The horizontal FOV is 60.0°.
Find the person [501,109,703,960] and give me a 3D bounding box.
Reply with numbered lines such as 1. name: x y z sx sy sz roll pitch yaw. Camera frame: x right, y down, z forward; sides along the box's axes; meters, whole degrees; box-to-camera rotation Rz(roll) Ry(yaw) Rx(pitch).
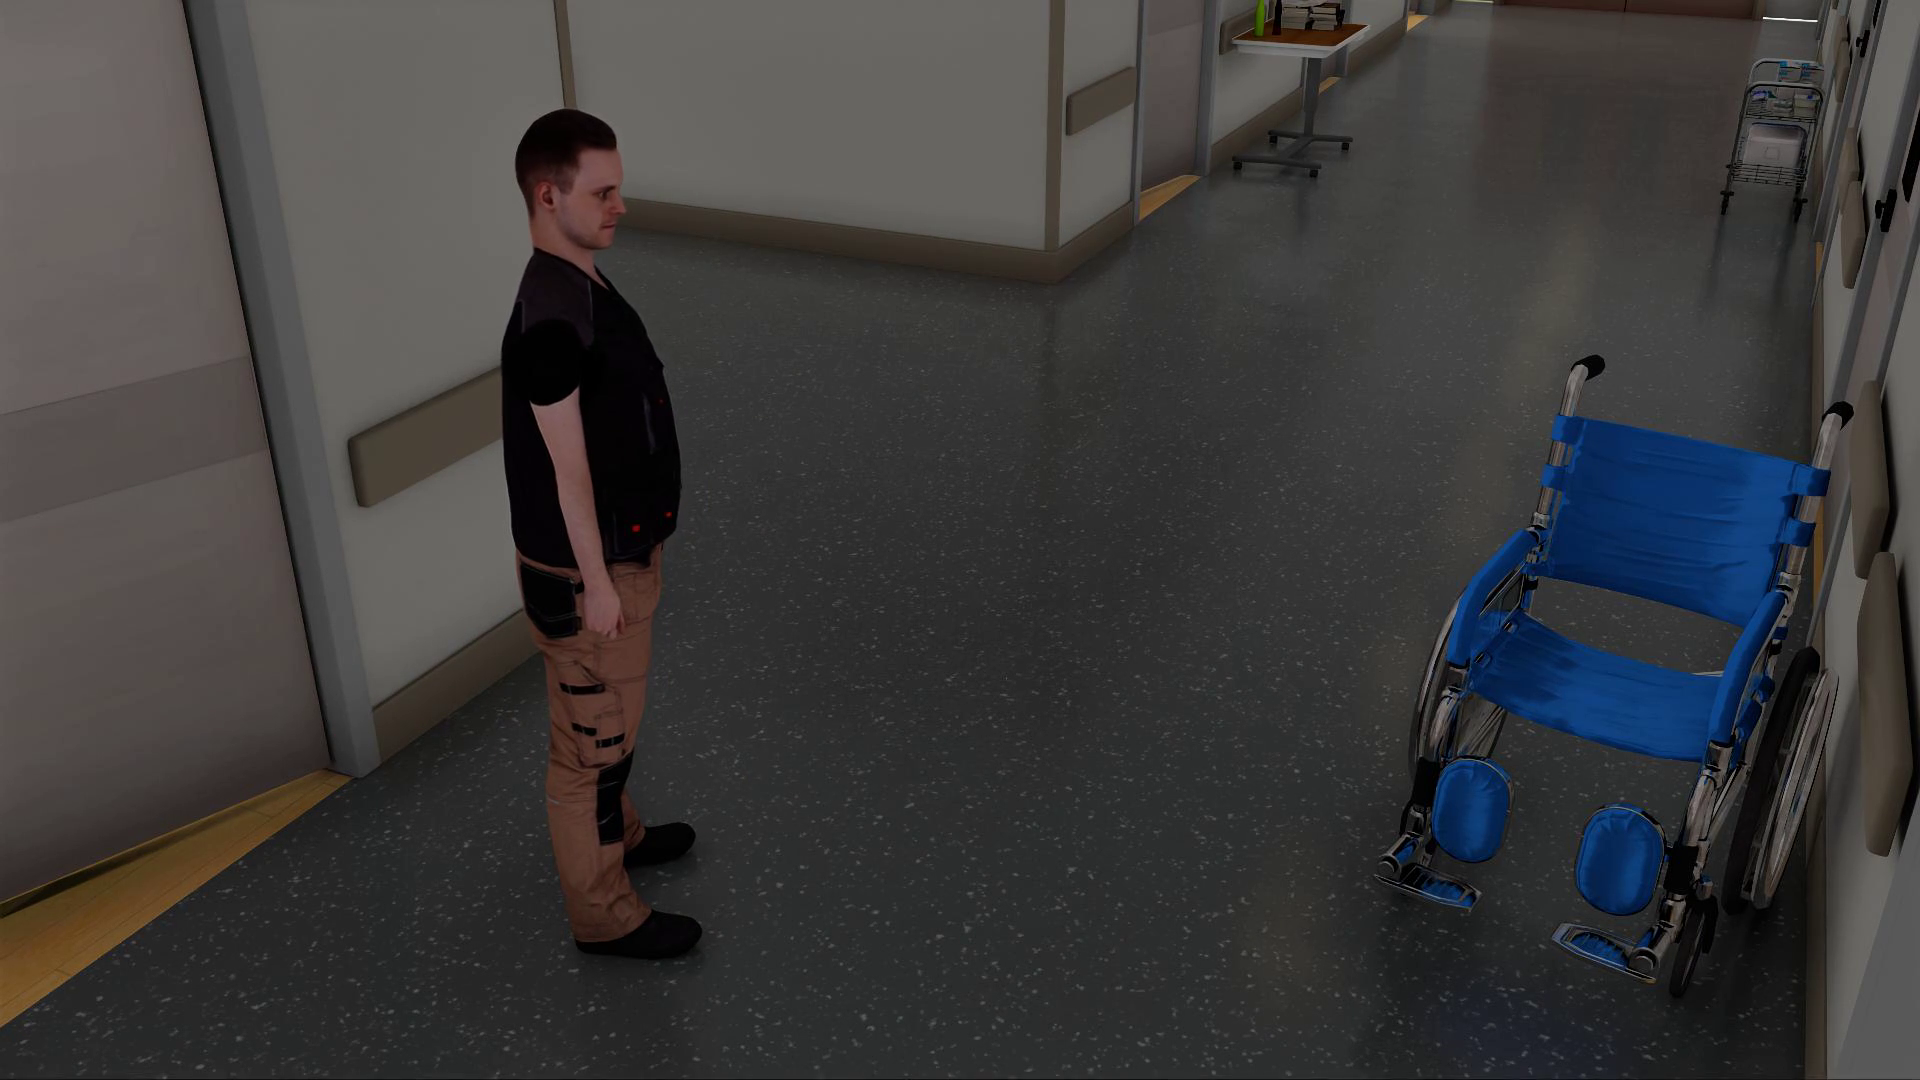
1. person: -0.801 0.010 3.557 0.839 1.842 0.731 -4 26 -8
